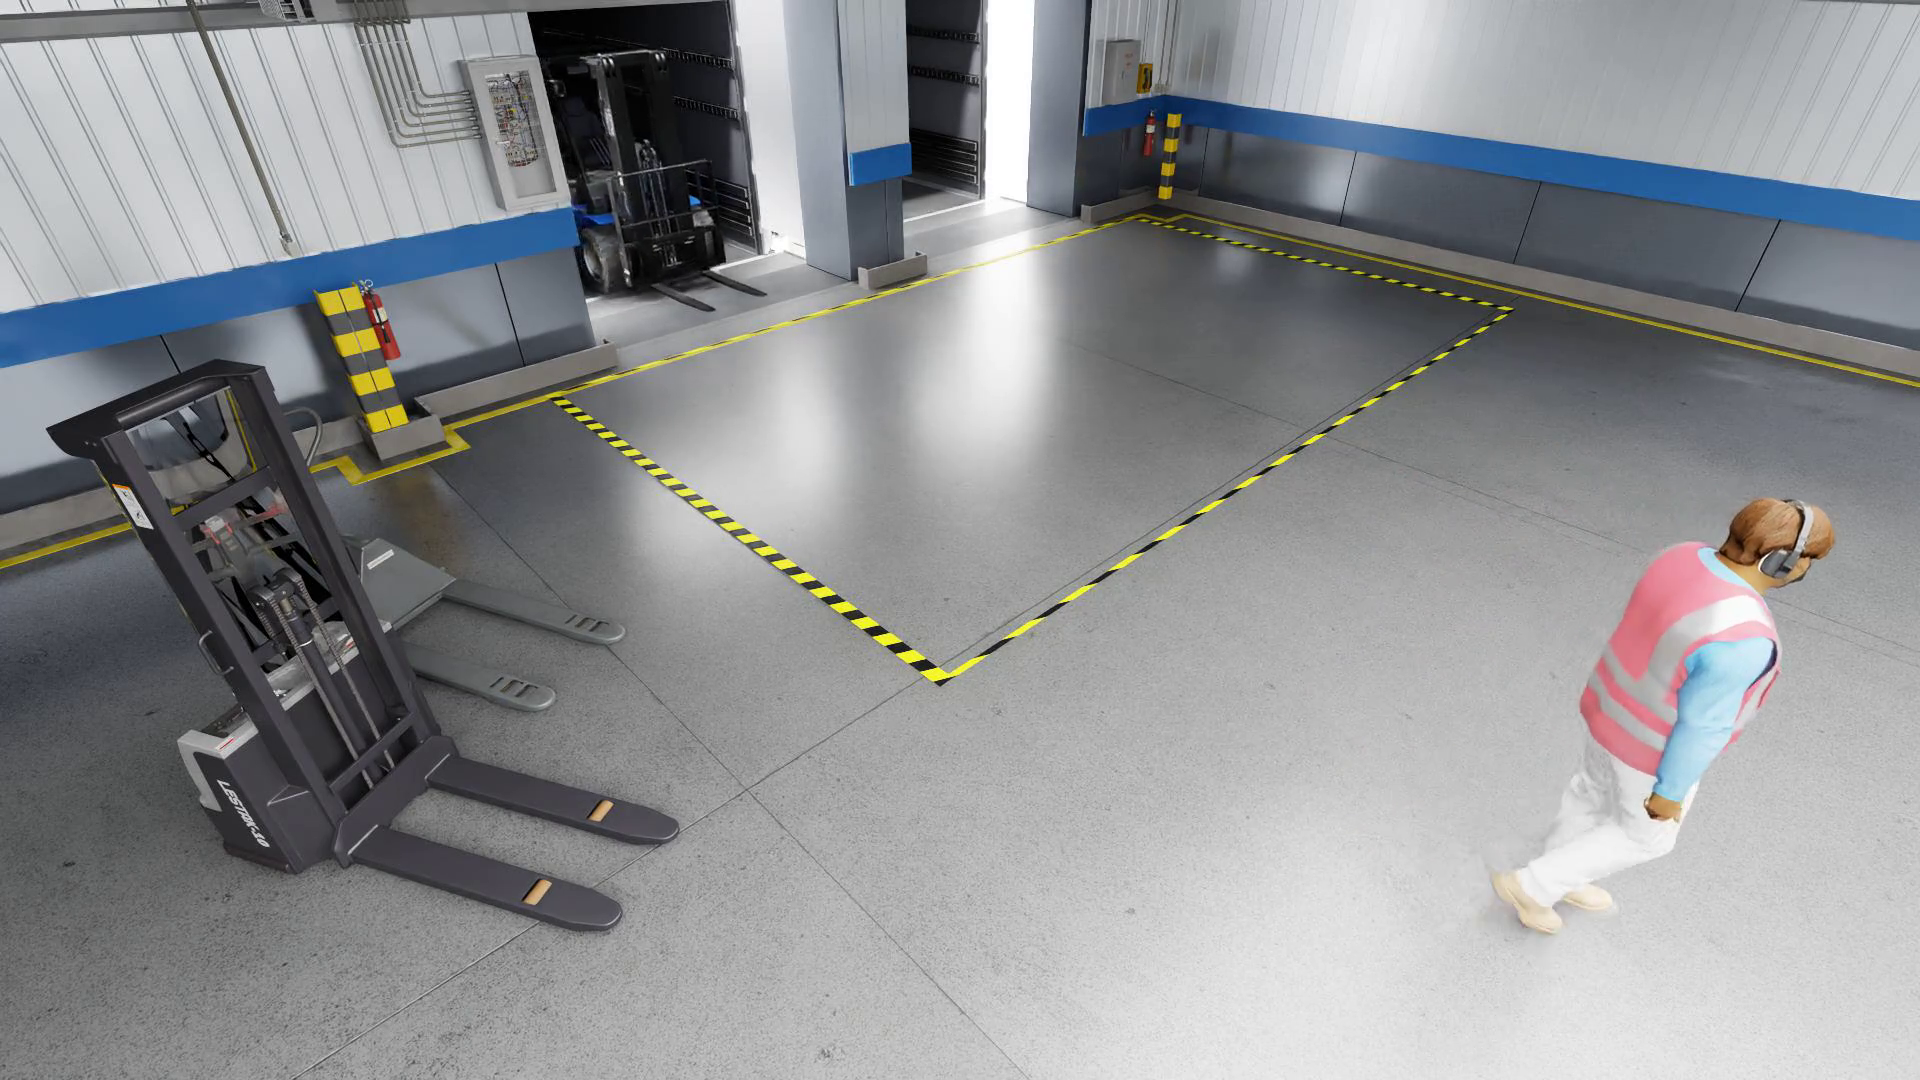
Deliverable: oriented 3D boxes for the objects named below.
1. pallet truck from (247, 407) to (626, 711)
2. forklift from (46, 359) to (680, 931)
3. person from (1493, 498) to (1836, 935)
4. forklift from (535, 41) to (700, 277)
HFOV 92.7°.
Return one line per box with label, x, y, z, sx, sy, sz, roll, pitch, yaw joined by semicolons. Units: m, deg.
pallet truck;-2.628;0.038;4.590;1.601;1.201;0.680;12;36;18
forklift;-2.135;0.422;3.354;1.885;1.965;0.823;10;35;14
person;2.339;0.653;3.182;0.521;1.823;0.655;8;35;11
forklift;-3.811;-4.060;9.609;2.680;2.036;1.157;29;44;36
